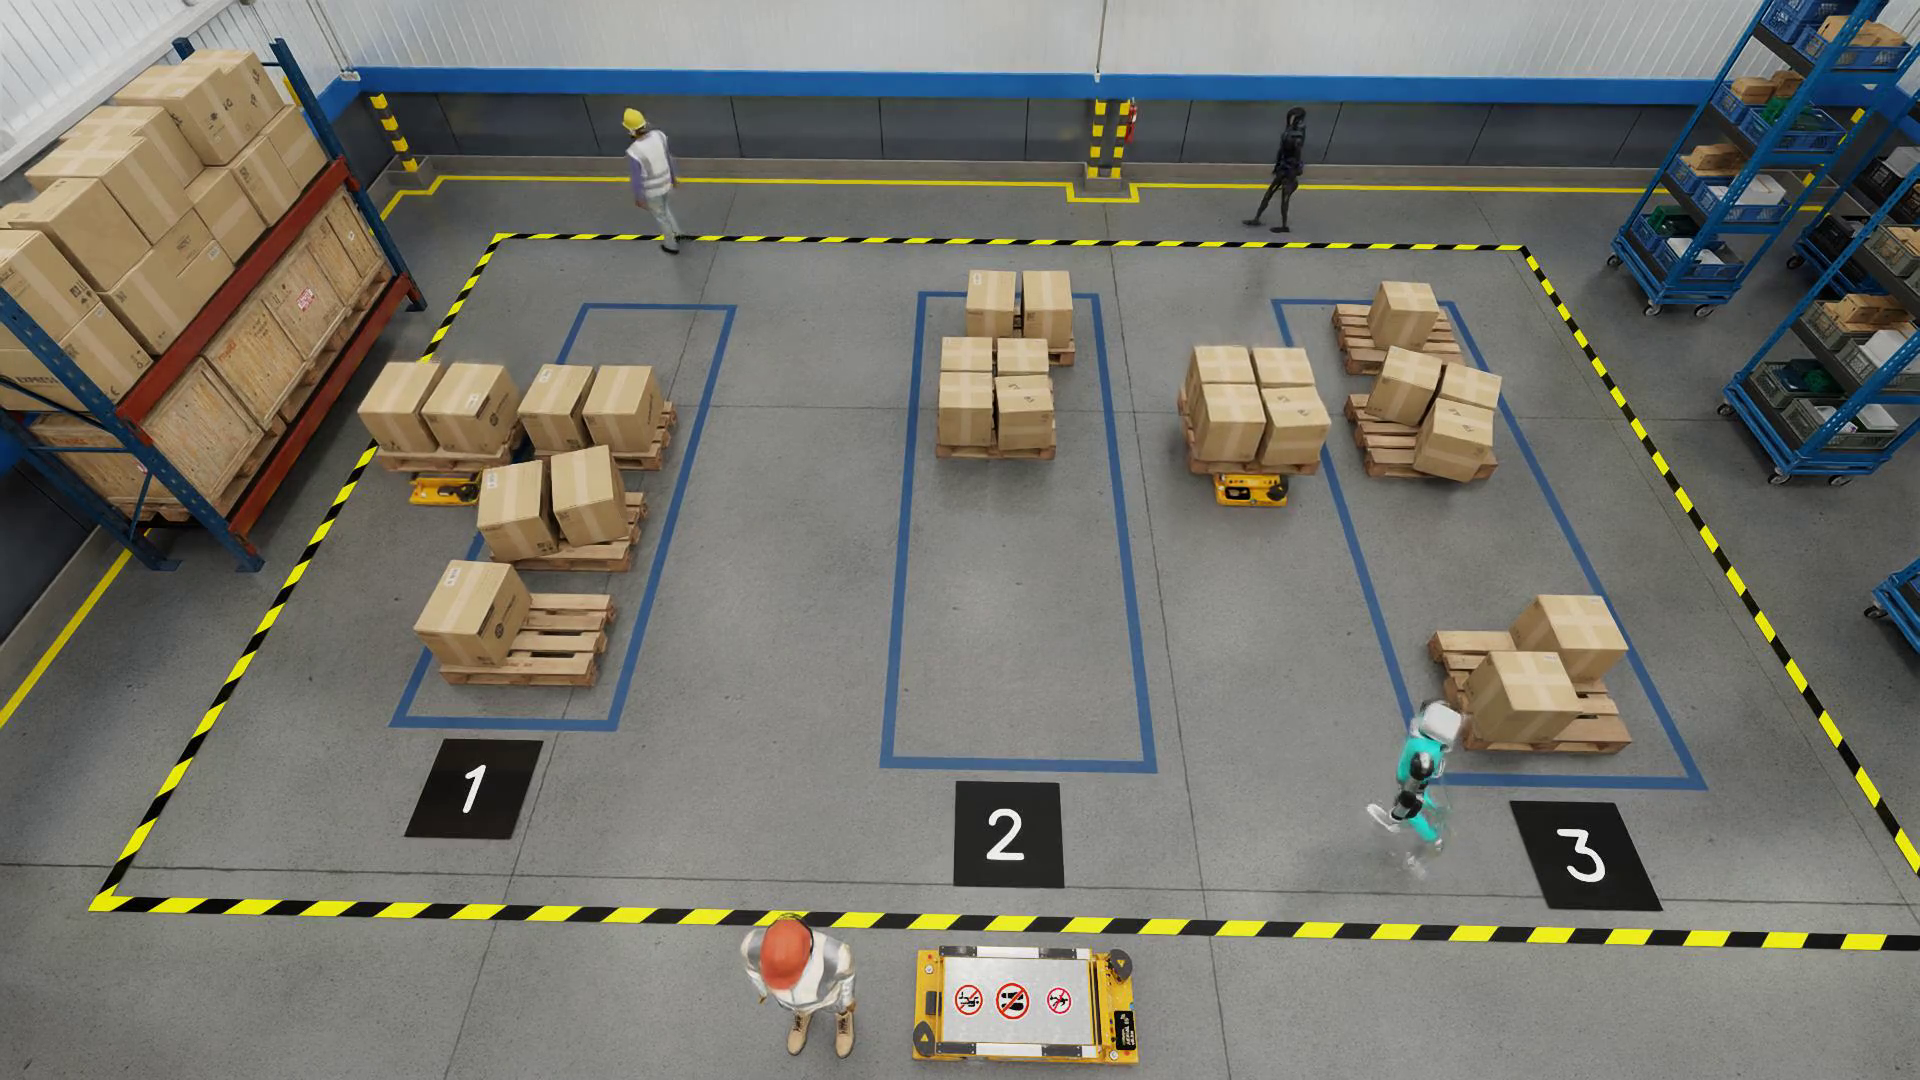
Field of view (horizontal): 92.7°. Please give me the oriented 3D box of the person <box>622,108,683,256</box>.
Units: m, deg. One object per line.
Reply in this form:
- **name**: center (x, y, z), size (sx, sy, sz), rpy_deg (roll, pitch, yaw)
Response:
- **person**: center (-3.672, -4.241, 10.941), size (0.472, 1.816, 0.622), rpy_deg (24, 55, 18)

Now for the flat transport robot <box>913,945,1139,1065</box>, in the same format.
- **flat transport robot**: center (0.422, 3.041, 6.007), size (1.431, 0.231, 0.659), rpy_deg (1, 51, 1)

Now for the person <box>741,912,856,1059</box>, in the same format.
- **person**: center (-0.879, 2.575, 5.245), size (0.607, 2.043, 0.370), rpy_deg (4, 51, 3)

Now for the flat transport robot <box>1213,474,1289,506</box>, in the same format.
- **flat transport robot**: center (2.836, -0.941, 9.235), size (0.652, 0.197, 1.431), rpy_deg (1, 51, 1)

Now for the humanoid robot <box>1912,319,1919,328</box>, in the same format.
- **humanoid robot**: center (10.501, -2.555, 9.658), size (0.311, 1.665, 0.604), rpy_deg (21, 54, 16)

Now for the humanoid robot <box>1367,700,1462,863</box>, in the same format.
- **humanoid robot**: center (3.167, 1.723, 6.145), size (0.806, 1.773, 0.536), rpy_deg (20, 54, 15)

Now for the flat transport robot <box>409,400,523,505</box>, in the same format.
- **flat transport robot**: center (-4.966, -0.942, 9.236), size (0.652, 0.197, 1.431), rpy_deg (1, 51, 1)

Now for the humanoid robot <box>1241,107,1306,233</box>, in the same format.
- **humanoid robot**: center (3.978, -4.516, 11.271), size (0.627, 1.636, 0.609), rpy_deg (-4, 51, -3)
